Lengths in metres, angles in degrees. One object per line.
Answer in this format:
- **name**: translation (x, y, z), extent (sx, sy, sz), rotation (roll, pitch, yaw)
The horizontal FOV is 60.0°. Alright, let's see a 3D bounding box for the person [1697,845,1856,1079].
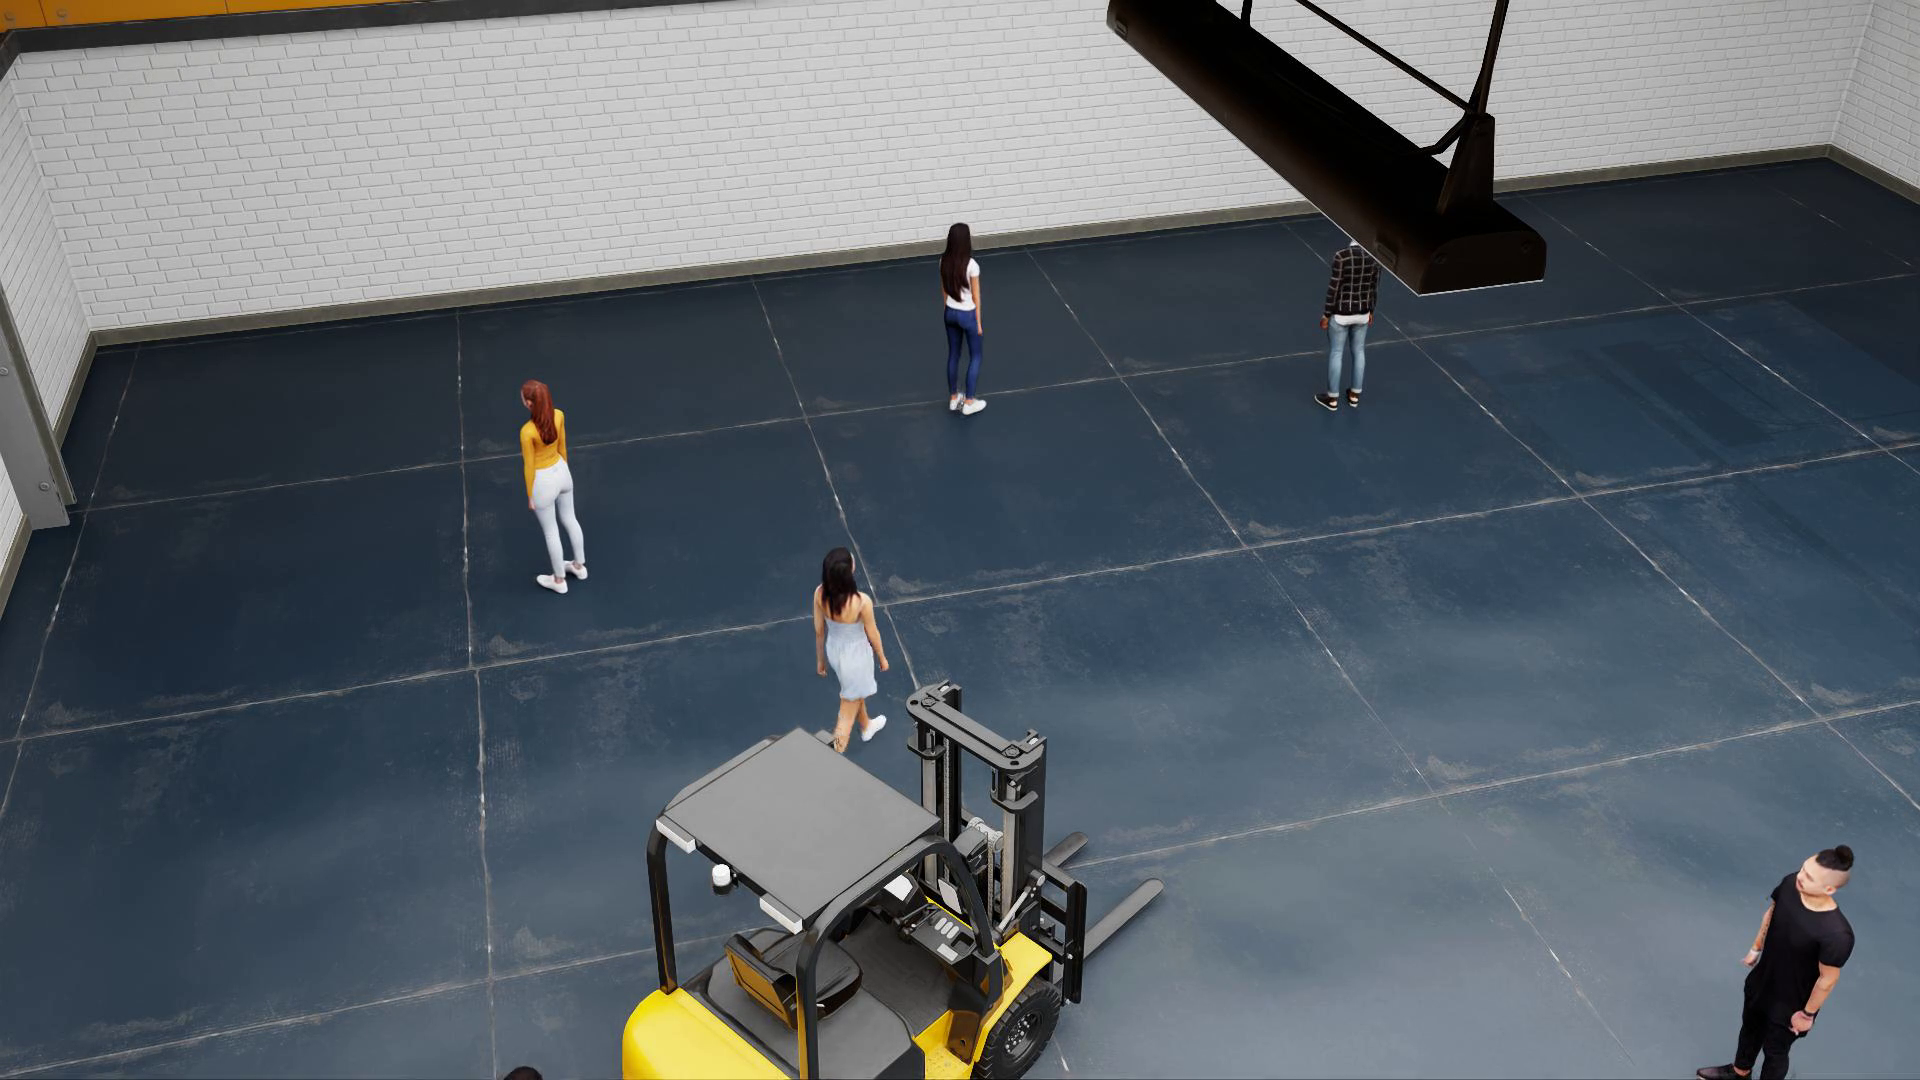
- **person**: translation (4.139, 2.206, 8.323), extent (0.784, 1.868, 0.574), rotation (-3, 34, -5)

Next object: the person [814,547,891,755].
- **person**: translation (-0.739, 0.834, 10.547), extent (1.058, 1.690, 1.126), rotation (17, 37, 24)

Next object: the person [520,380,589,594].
- **person**: translation (-3.036, -0.411, 12.368), extent (0.718, 1.749, 0.666), rotation (20, 38, 27)

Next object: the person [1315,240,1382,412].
- **person**: translation (3.454, -2.010, 14.709), extent (0.651, 1.820, 0.542), rotation (-8, 34, -12)

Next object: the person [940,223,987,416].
- **person**: translation (0.007, -1.935, 14.639), extent (0.628, 1.773, 0.734), rotation (25, 41, 33)
